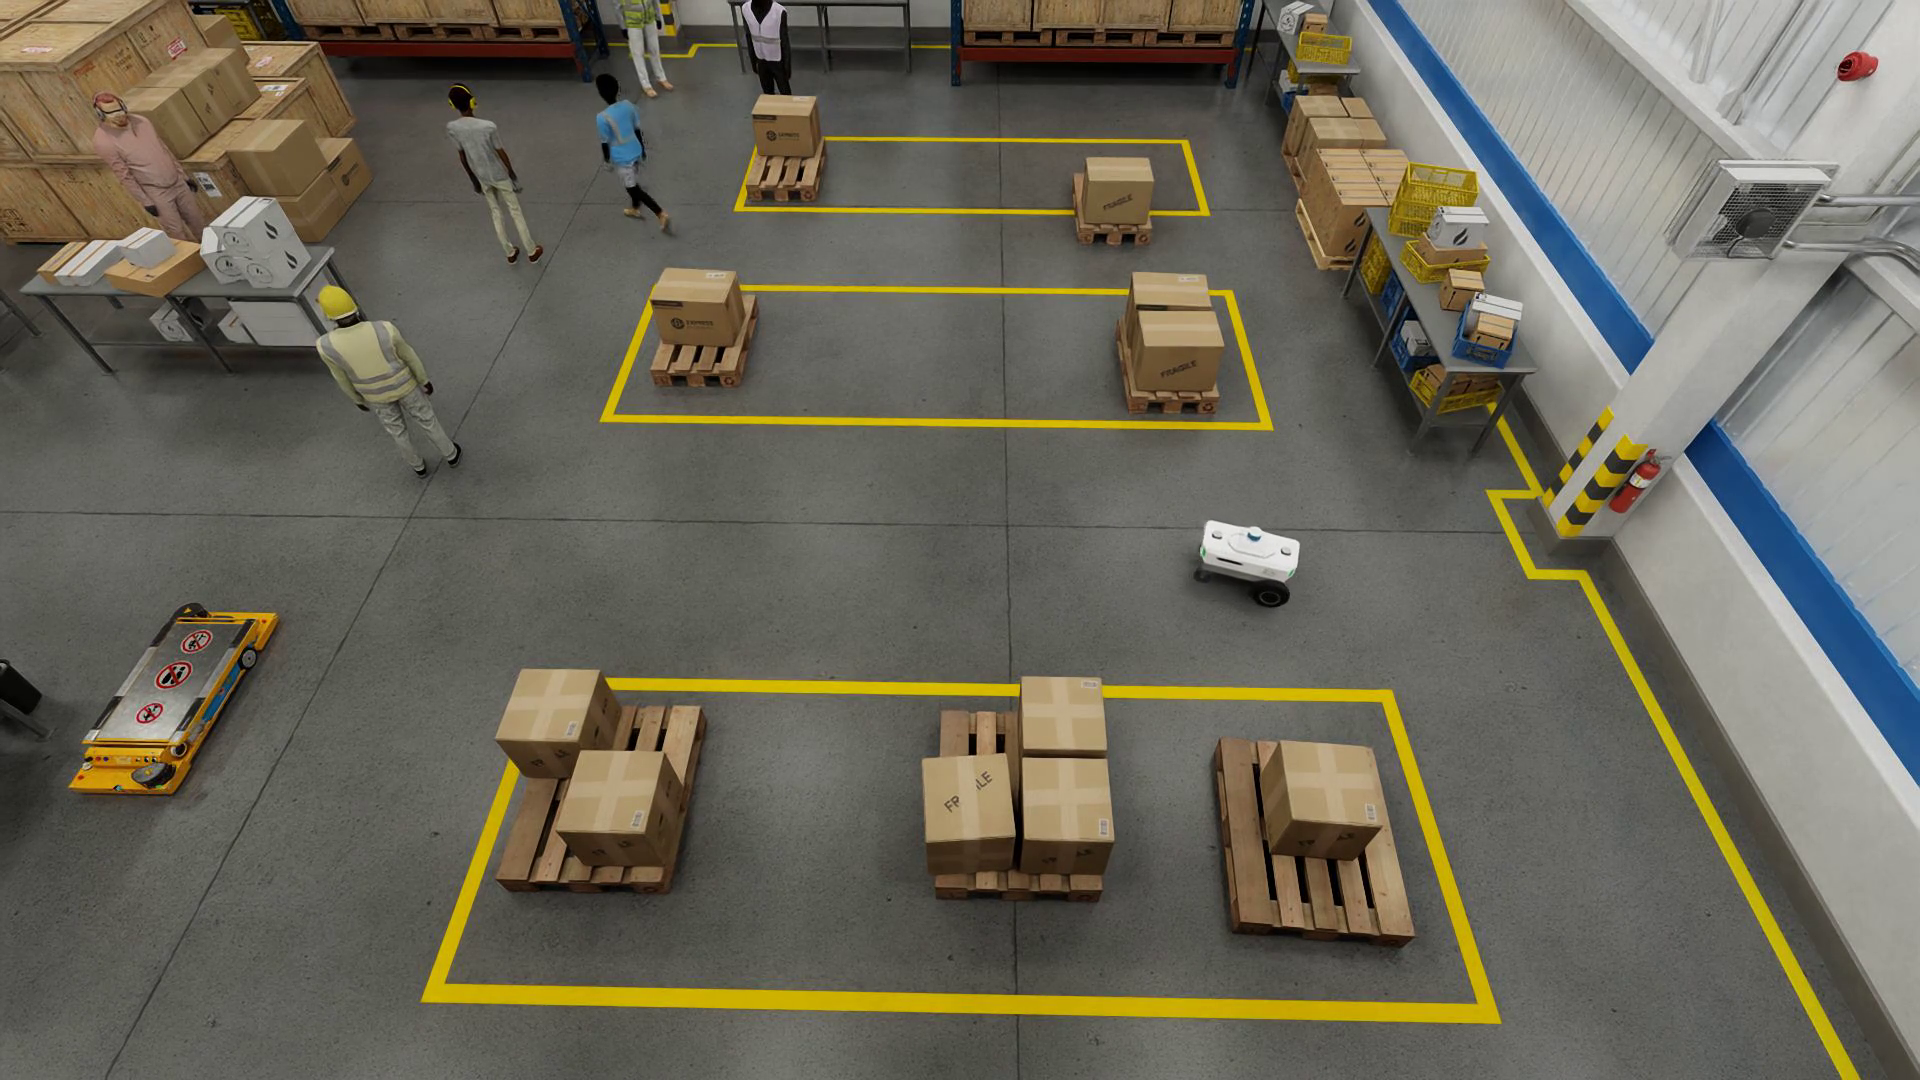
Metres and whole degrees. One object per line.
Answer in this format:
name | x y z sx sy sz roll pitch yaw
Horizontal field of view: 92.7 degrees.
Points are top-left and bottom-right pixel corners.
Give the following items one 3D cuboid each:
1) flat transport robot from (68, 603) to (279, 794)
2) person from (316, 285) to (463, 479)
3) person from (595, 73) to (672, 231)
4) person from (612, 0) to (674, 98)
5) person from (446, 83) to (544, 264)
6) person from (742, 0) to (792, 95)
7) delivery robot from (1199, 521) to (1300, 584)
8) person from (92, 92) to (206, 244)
flat transport robot | -5.504 1.072 6.442 0.652 0.197 1.431 1 50 1
person | -4.606 -1.252 7.389 0.600 1.836 0.404 -22 53 -17
person | -3.593 -4.194 9.988 0.753 1.669 0.535 16 52 13
person | -4.243 -6.895 12.171 0.429 1.833 0.627 36 58 26
person | -4.826 -3.747 9.490 0.504 1.861 0.328 1 50 1
person | -2.330 -5.920 11.295 0.584 1.911 0.392 15 51 12
delivery robot | 2.208 0.090 7.029 0.707 0.478 0.477 14 51 12
person | -8.074 -3.573 9.312 0.402 1.904 0.639 8 50 7
